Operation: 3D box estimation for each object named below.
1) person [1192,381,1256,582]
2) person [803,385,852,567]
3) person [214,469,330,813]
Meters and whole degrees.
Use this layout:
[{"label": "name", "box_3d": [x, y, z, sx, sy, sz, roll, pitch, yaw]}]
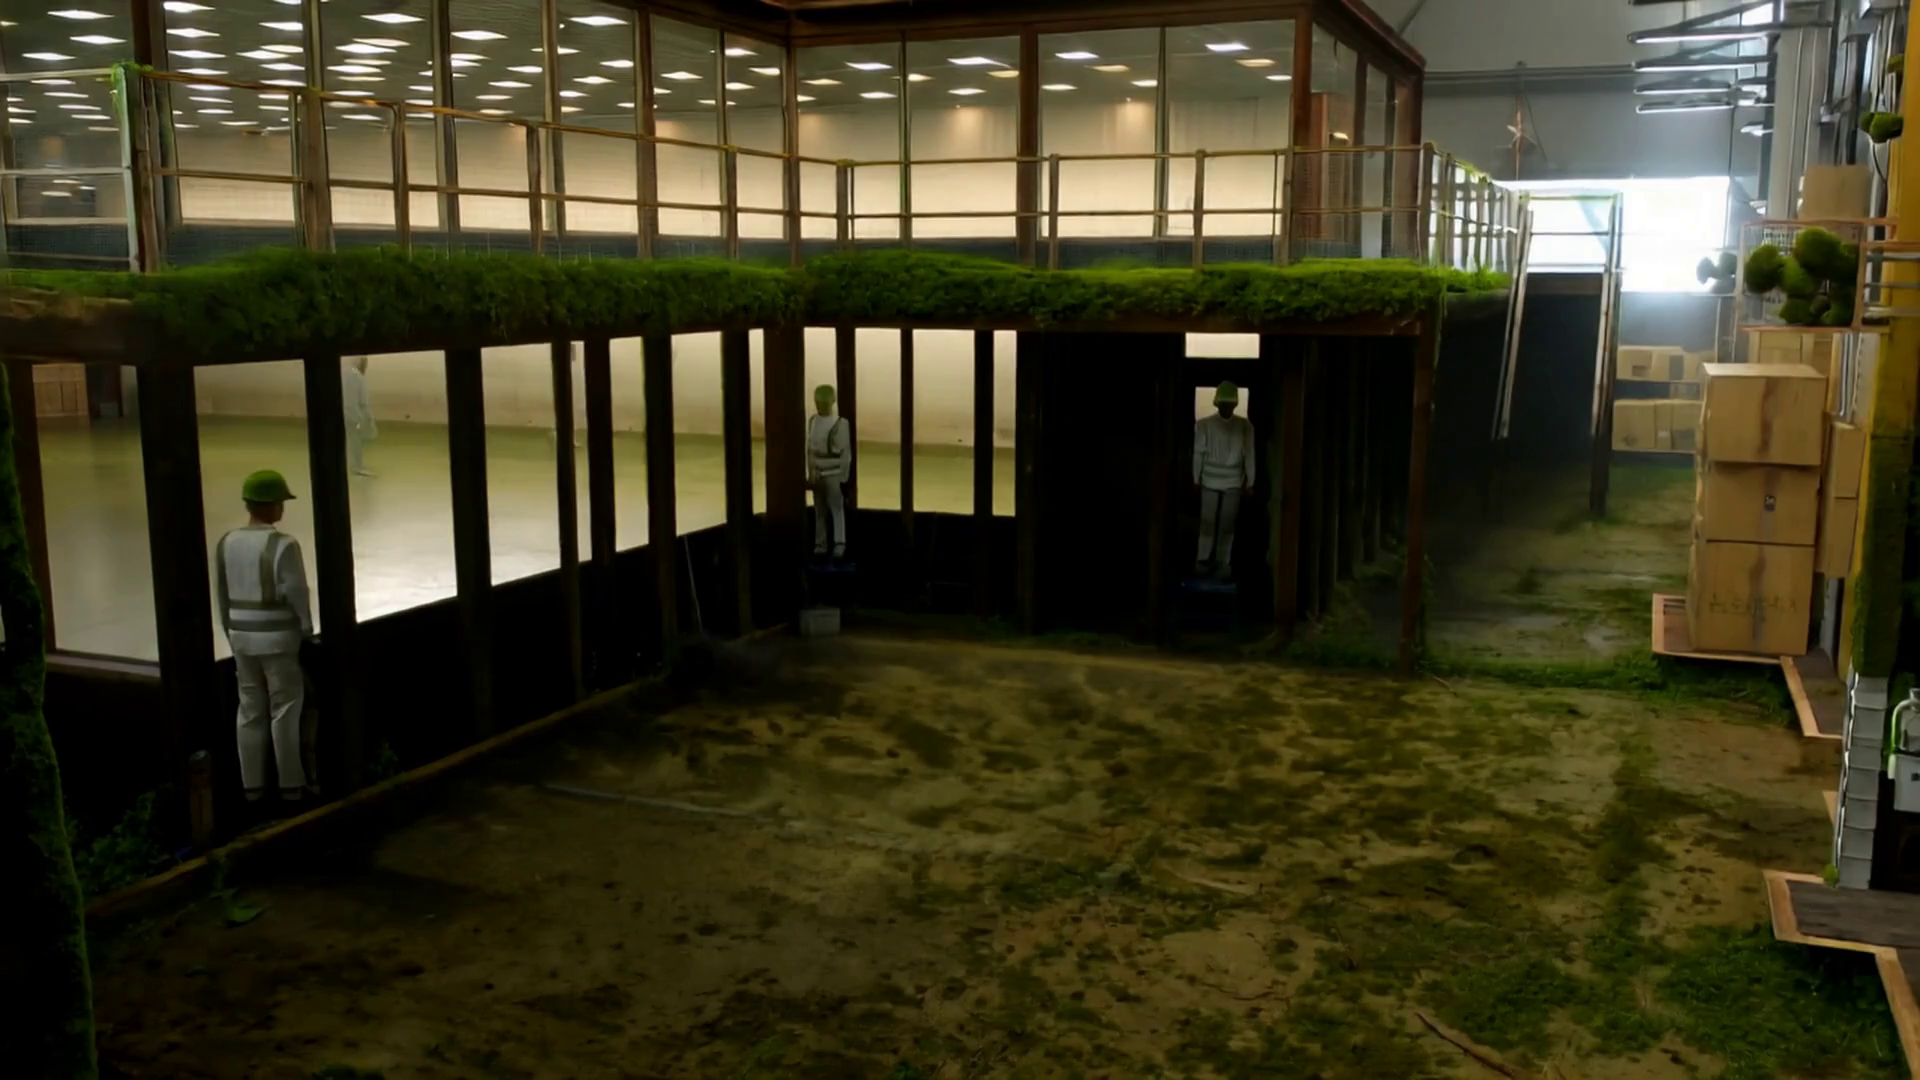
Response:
[{"label": "person", "box_3d": [2.590, -0.568, 16.339, 0.617, 1.986, 0.405, 1, 9, 8]}, {"label": "person", "box_3d": [-1.376, -0.661, 17.218, 0.572, 1.883, 0.358, 8, 12, 39]}, {"label": "person", "box_3d": [-3.910, 0.568, 9.435, 0.615, 1.945, 0.404, 4, 10, 22]}]
